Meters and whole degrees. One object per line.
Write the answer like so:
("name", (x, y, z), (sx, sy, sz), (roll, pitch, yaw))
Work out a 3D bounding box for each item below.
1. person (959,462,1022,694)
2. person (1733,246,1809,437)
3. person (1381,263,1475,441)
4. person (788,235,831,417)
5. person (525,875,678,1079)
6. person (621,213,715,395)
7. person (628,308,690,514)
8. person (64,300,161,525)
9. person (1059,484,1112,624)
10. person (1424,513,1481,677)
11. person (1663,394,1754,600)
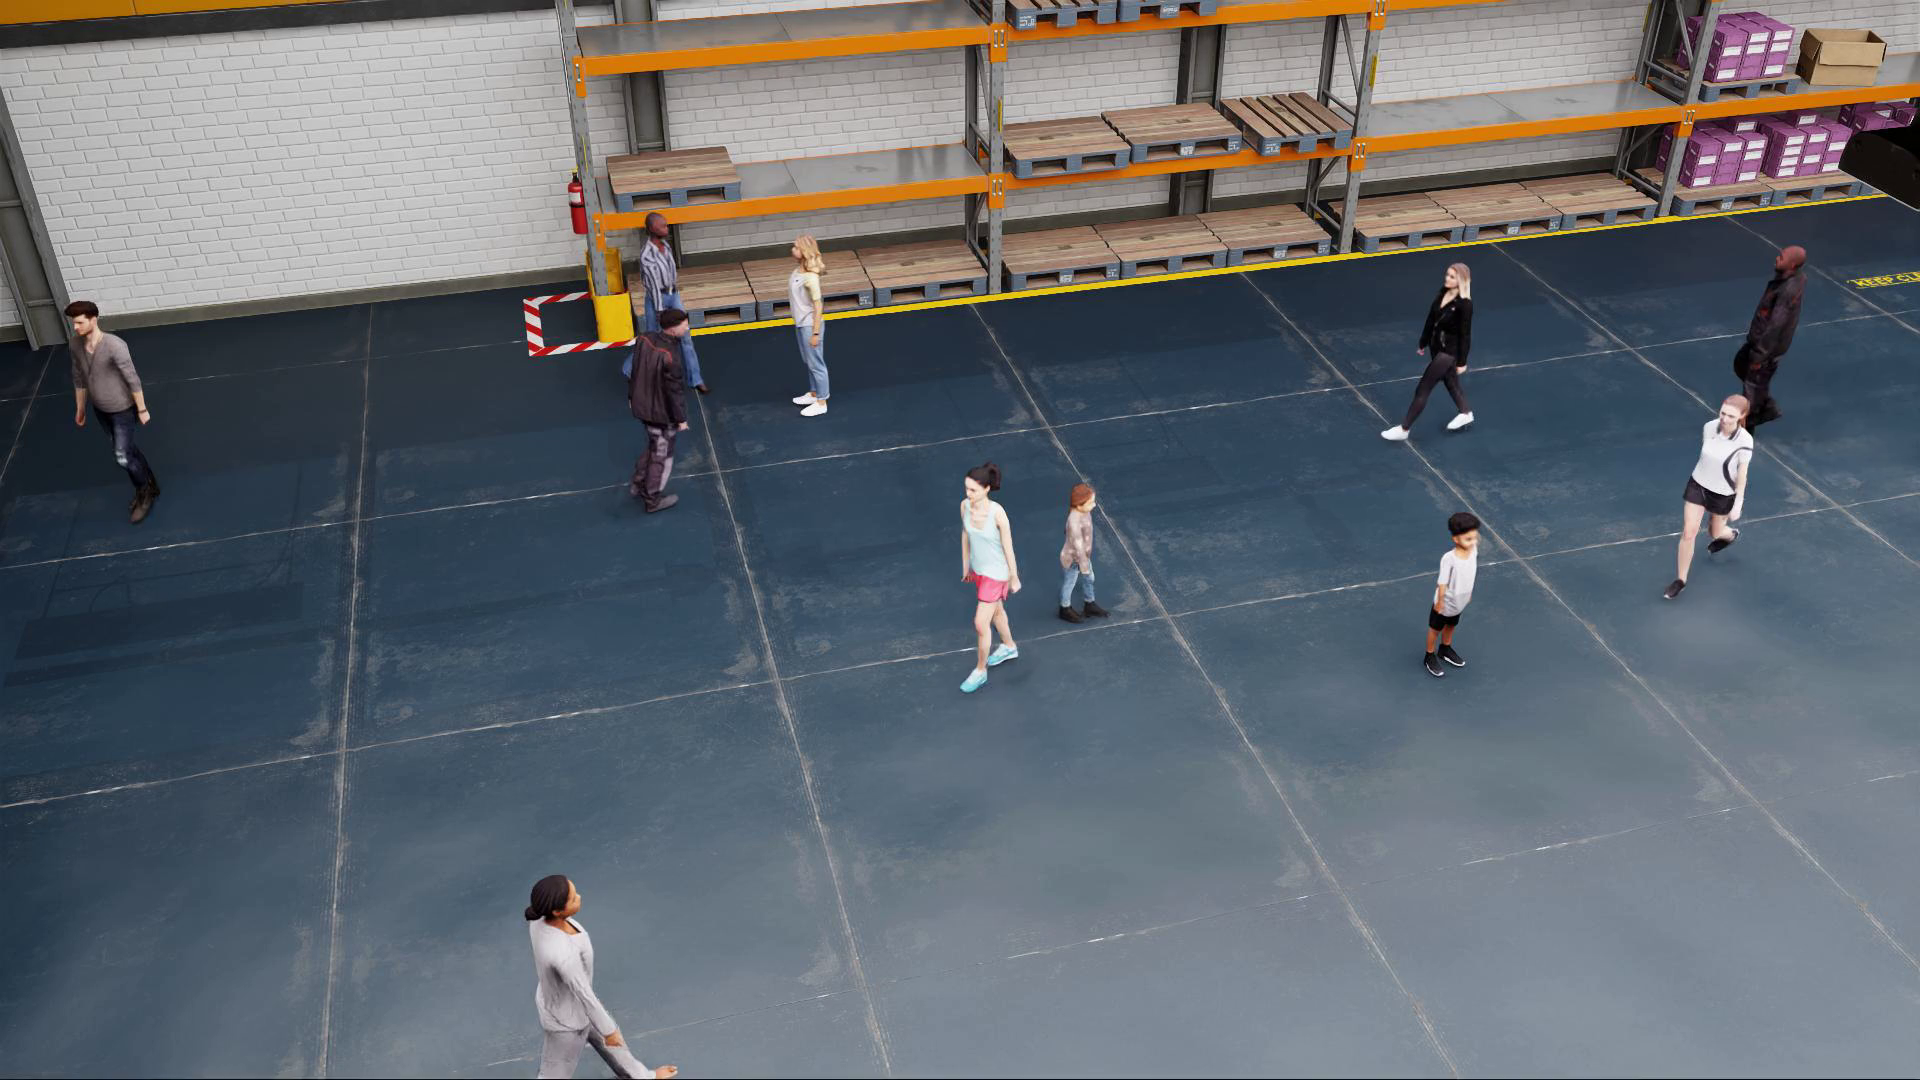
("person", (0.256, 0.220, 11.628), (0.850, 1.733, 0.994), (29, 43, 36))
("person", (7.120, -1.697, 14.439), (0.954, 1.816, 0.899), (15, 36, 21))
("person", (4.294, -1.628, 14.496), (1.172, 1.638, 0.664), (-11, 35, -16))
("person", (-1.333, -1.923, 14.862), (0.549, 1.723, 0.634), (-10, 35, -15))
("person", (-2.058, 2.404, 8.382), (1.196, 1.690, 0.779), (-14, 36, -21))
("person", (-2.774, -2.092, 15.086), (1.176, 1.757, 1.035), (12, 35, 17))
("person", (-2.493, -1.040, 13.459), (0.889, 1.806, 0.943), (28, 43, 36))
("person", (-6.791, -1.111, 13.494), (0.859, 1.885, 0.927), (13, 36, 19))
("person", (0.820, 0.095, 12.312), (0.706, 1.184, 0.640), (14, 36, 20))
("person", (3.507, 0.361, 11.840), (0.515, 1.264, 0.602), (-18, 38, -25))
("person", (5.728, -0.381, 12.558), (1.170, 1.706, 0.924), (-26, 42, -33))
